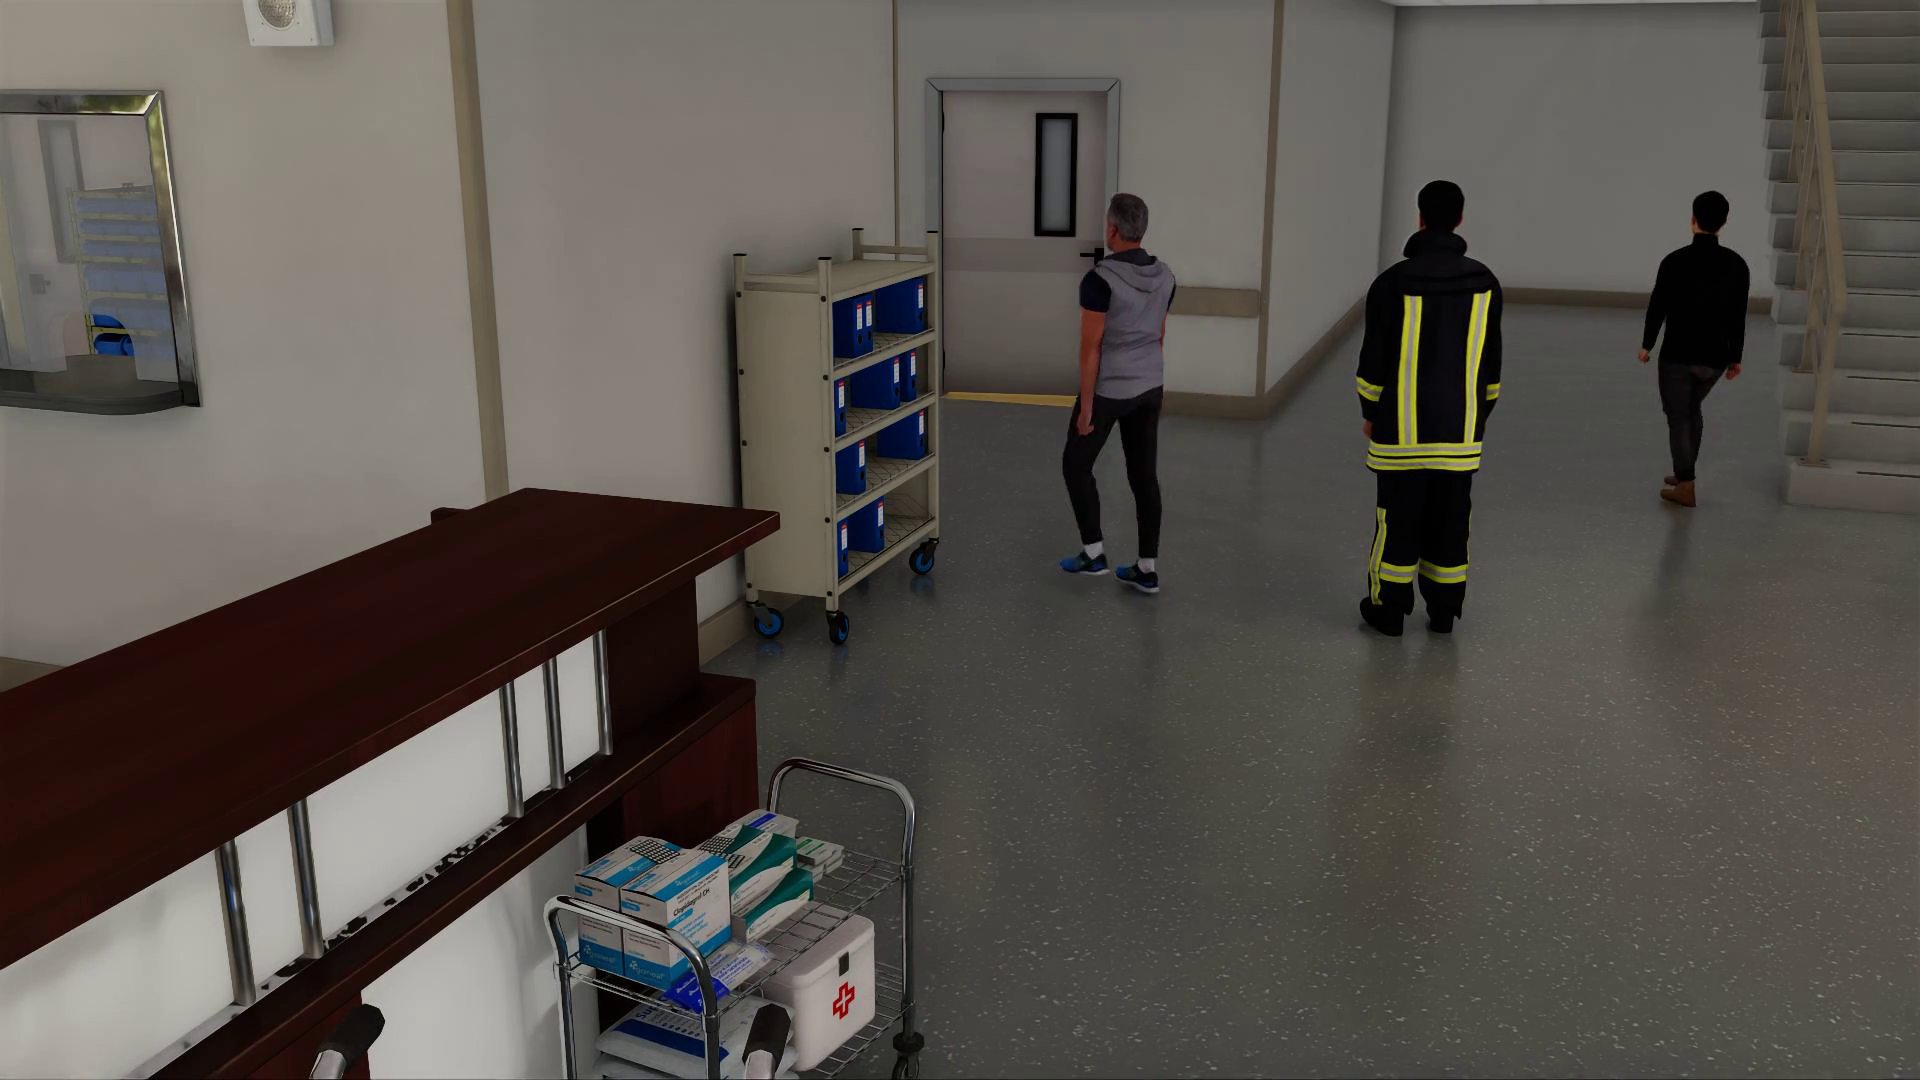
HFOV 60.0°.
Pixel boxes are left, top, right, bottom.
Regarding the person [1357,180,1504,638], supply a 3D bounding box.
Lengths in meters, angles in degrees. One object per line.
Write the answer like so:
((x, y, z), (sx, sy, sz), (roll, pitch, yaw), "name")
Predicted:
((1.975, -0.548, 7.026), (0.877, 1.928, 0.842), (-1, 16, -4), "person")

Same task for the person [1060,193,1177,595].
((0.808, -0.628, 7.525), (0.854, 1.810, 0.935), (-11, 19, -33), "person")

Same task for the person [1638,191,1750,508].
((4.054, -1.023, 9.120), (0.801, 1.705, 0.879), (-2, 16, -5), "person")
